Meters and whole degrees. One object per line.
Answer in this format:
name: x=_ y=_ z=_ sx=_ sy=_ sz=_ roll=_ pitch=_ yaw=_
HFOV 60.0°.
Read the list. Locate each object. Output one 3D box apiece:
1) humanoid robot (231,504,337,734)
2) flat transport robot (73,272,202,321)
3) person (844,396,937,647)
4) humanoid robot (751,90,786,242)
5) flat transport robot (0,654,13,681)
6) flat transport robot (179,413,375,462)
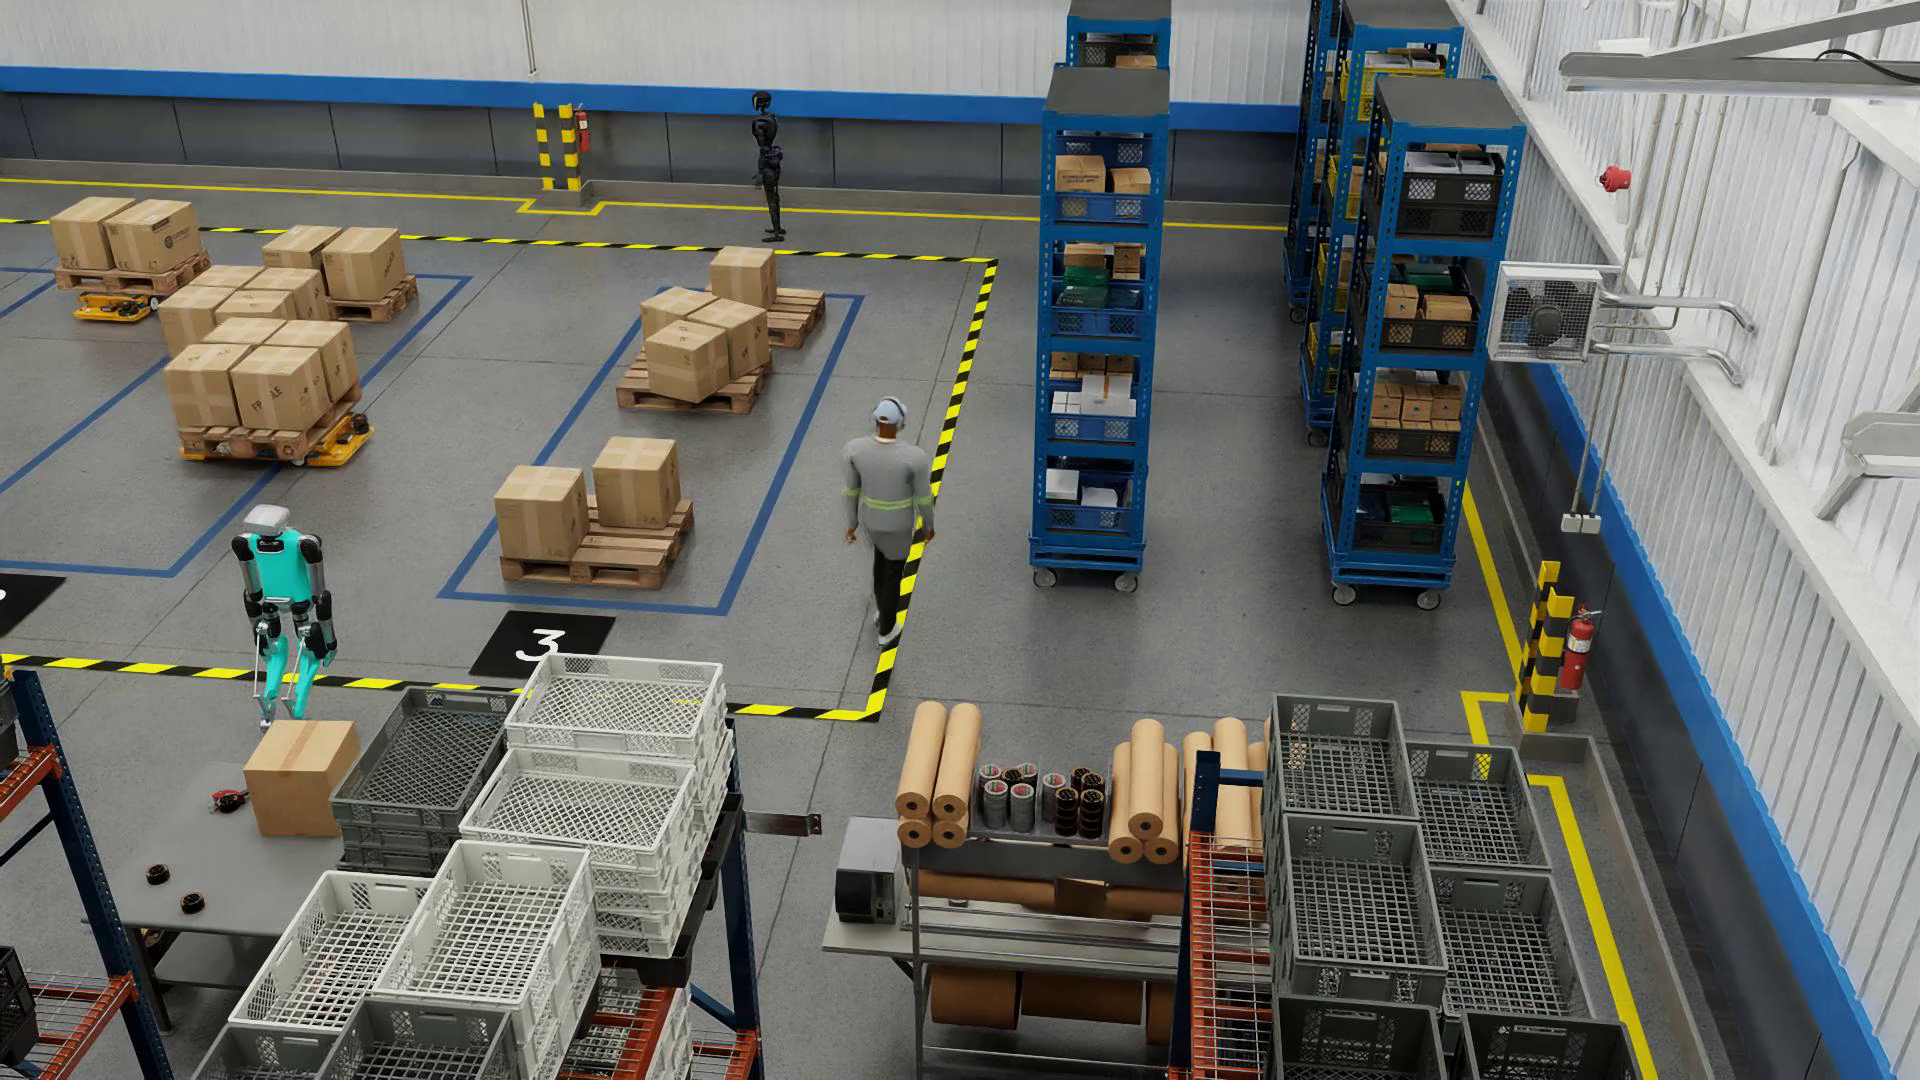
humanoid robot: x=-4.067 y=0.661 z=9.945 sx=0.533 sy=1.677 sz=0.735 roll=3 pitch=30 yaw=5
flat transport robot: x=-8.439 y=-2.620 z=17.146 sx=0.652 sy=0.197 sz=1.431 roll=4 pitch=30 yaw=7
person: x=-0.449 y=-0.161 z=11.393 sx=0.607 sy=1.827 sz=0.642 roll=11 pitch=32 yaw=18
humanoid robot: x=-2.124 y=-4.127 z=18.347 sx=0.315 sy=1.657 sz=0.599 roll=2 pitch=30 yaw=4
flat transport robot: x=-7.142 y=0.969 z=11.010 sx=1.431 sy=0.231 sz=0.659 roll=3 pitch=30 yaw=6
flat transport robot: x=-5.822 y=-0.893 z=14.179 sx=1.431 sy=0.197 sz=0.652 roll=3 pitch=30 yaw=6
